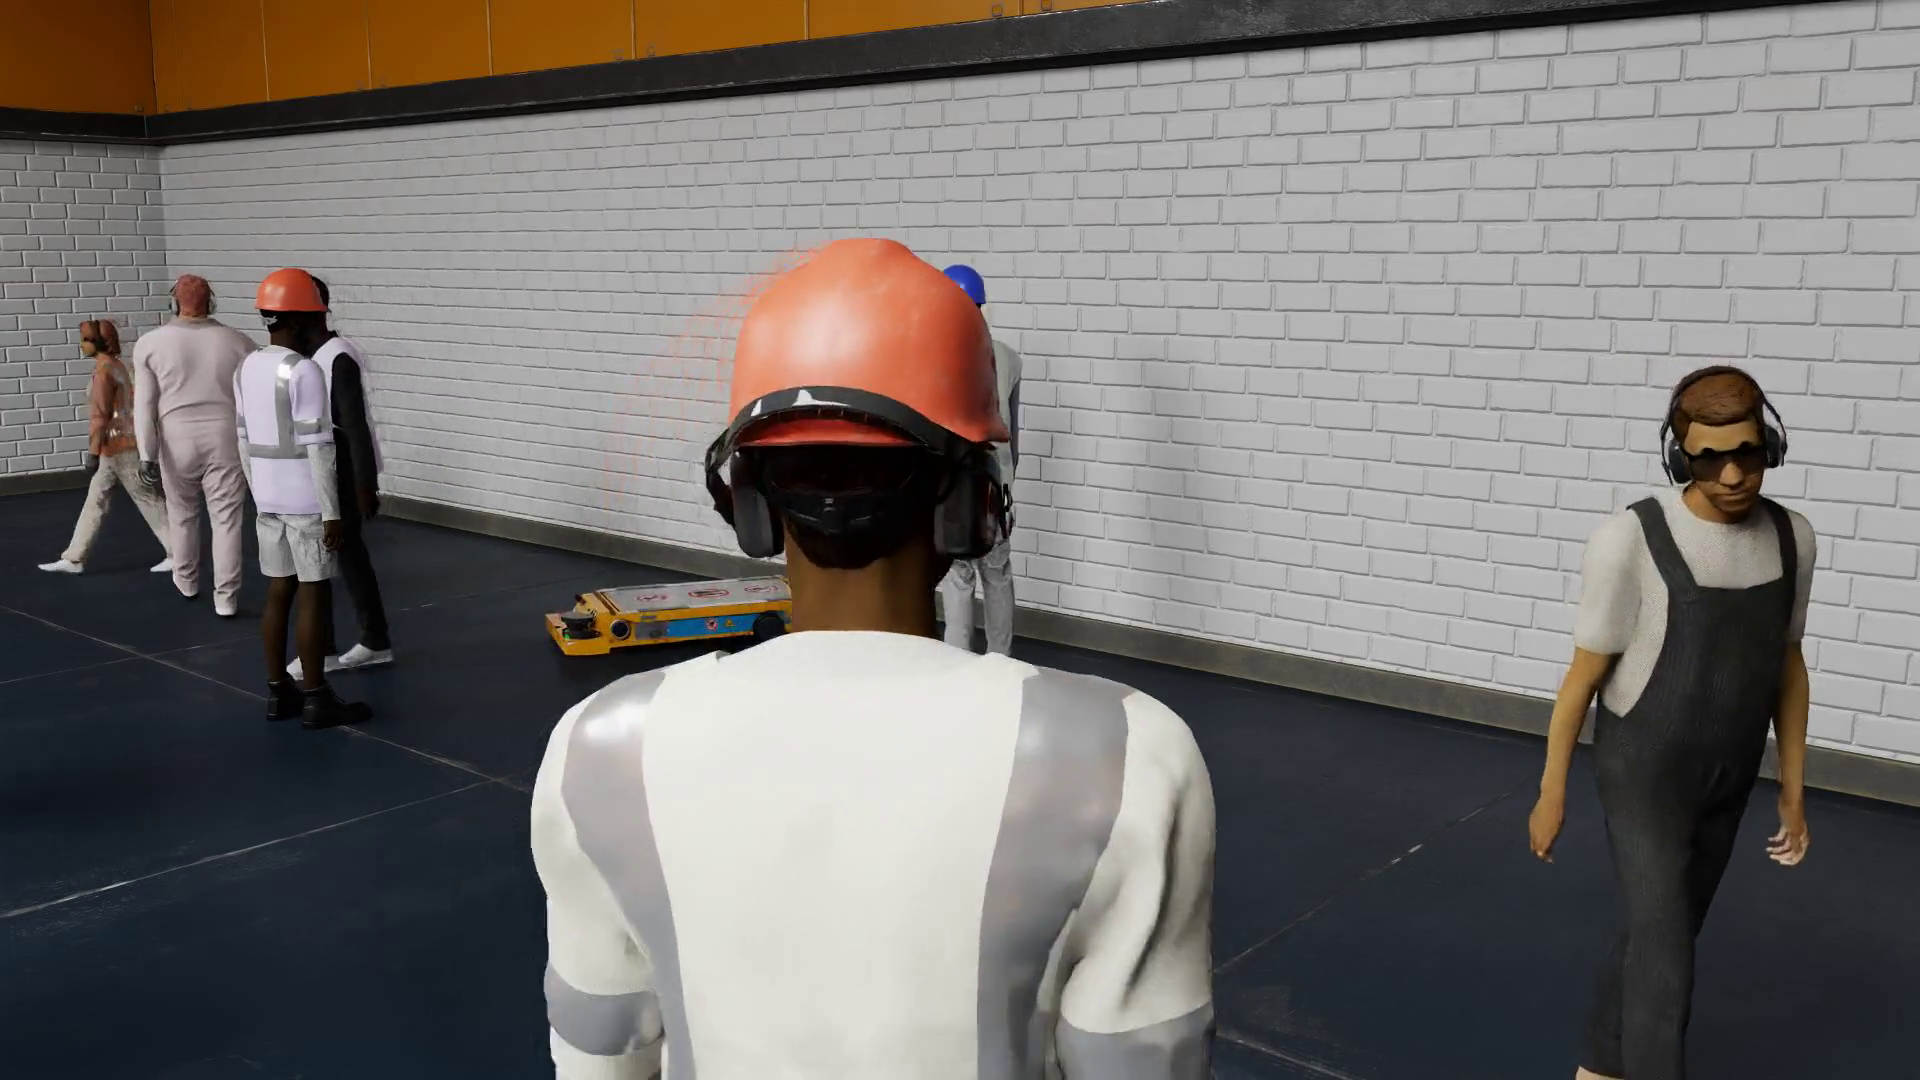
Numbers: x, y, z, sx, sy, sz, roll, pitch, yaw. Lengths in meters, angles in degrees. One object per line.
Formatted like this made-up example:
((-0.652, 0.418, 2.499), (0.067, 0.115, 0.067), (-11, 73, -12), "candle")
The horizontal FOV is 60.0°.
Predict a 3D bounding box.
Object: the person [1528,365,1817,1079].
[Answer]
((1.516, 0.524, 3.518), (0.584, 1.803, 0.676), (-3, 10, -18), "person")

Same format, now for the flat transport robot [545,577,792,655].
((-1.387, 0.378, 8.667), (1.431, 0.197, 0.652), (-4, 11, -22), "flat transport robot")

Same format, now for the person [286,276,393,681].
((-3.059, -0.291, 7.837), (0.738, 1.889, 0.636), (-8, 13, -37), "person")

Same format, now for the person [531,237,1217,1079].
((-0.067, 0.746, 1.564), (0.649, 2.027, 0.419), (2, 10, 13), "person")

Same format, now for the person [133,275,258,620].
((-4.216, -0.526, 9.259), (0.677, 1.863, 0.965), (-5, 11, -27), "person")

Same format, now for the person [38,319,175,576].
((-5.217, -0.558, 10.237), (0.881, 1.583, 0.529), (-4, 11, -23), "person")

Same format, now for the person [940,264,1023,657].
((0.019, -0.251, 7.474), (0.605, 1.948, 0.405), (-9, 14, -43), "person")

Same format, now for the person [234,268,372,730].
((-2.788, -0.169, 7.035), (0.552, 1.935, 0.360), (7, 12, 35), "person")
